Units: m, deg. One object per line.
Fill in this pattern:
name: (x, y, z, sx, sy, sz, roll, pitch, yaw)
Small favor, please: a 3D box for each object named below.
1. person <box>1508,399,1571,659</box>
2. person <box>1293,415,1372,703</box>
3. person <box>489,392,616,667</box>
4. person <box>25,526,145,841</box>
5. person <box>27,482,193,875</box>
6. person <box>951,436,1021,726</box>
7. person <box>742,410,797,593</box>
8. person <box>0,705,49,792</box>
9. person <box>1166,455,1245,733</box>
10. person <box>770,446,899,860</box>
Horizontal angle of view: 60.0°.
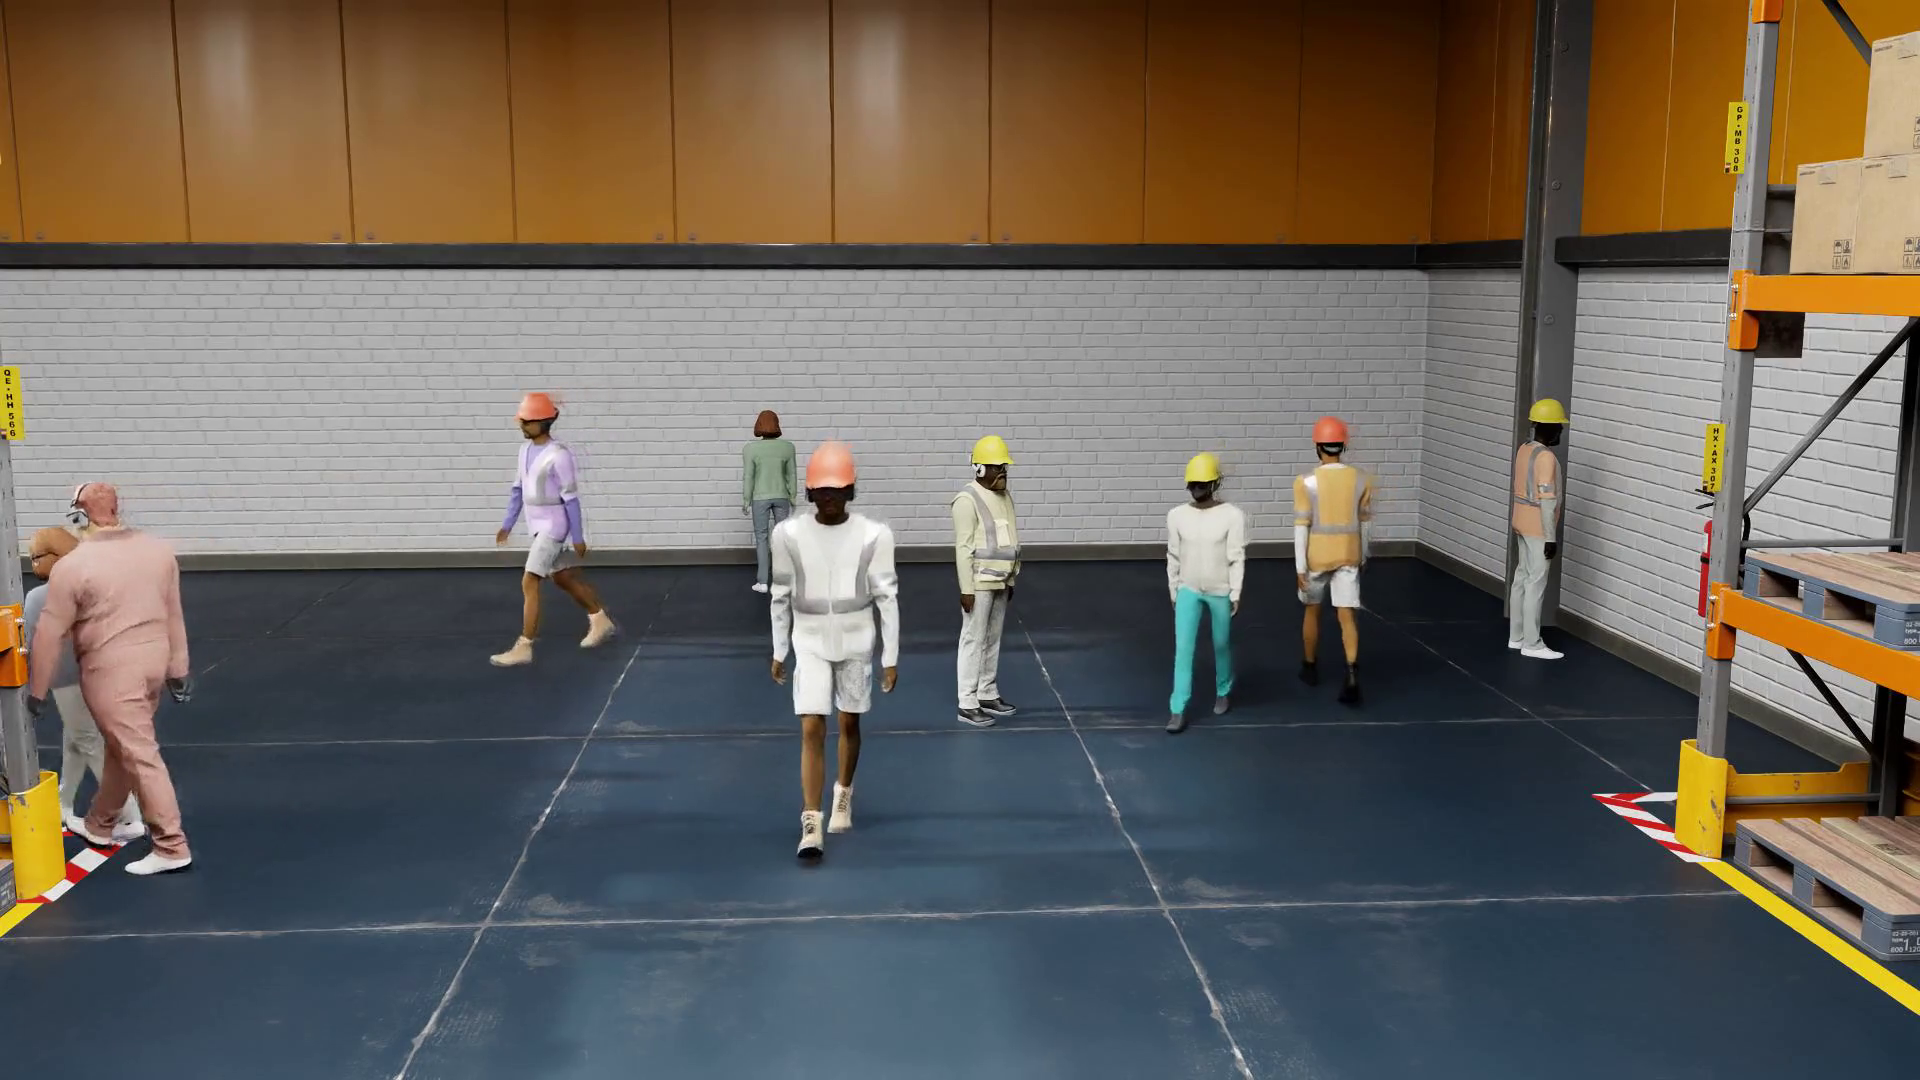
person: (4.301, -0.087, 12.358, 0.369, 1.927, 0.587, 0, 9, -1)
person: (2.506, 0.120, 11.167, 0.546, 1.903, 0.927, 0, 9, 1)
person: (-2.992, -0.105, 12.294, 1.046, 2.004, 0.604, -7, 11, -37)
person: (-4.458, 0.717, 8.365, 0.822, 1.590, 0.497, 2, 9, 10)
person: (-4.083, 0.652, 7.922, 0.963, 1.849, 0.674, 3, 9, 16)
person: (0.181, 0.248, 10.555, 0.403, 1.830, 0.599, 5, 10, 29)
person: (-1.704, -0.346, 14.902, 0.507, 1.632, 0.268, -4, 10, -23)
person: (-5.271, 0.498, 9.030, 0.638, 1.824, 0.632, 1, 9, 9)
person: (1.543, 0.316, 10.480, 0.524, 1.721, 0.911, 3, 10, 19)
person: (-0.615, 0.552, 8.120, 0.639, 1.995, 1.003, 0, 9, -2)
